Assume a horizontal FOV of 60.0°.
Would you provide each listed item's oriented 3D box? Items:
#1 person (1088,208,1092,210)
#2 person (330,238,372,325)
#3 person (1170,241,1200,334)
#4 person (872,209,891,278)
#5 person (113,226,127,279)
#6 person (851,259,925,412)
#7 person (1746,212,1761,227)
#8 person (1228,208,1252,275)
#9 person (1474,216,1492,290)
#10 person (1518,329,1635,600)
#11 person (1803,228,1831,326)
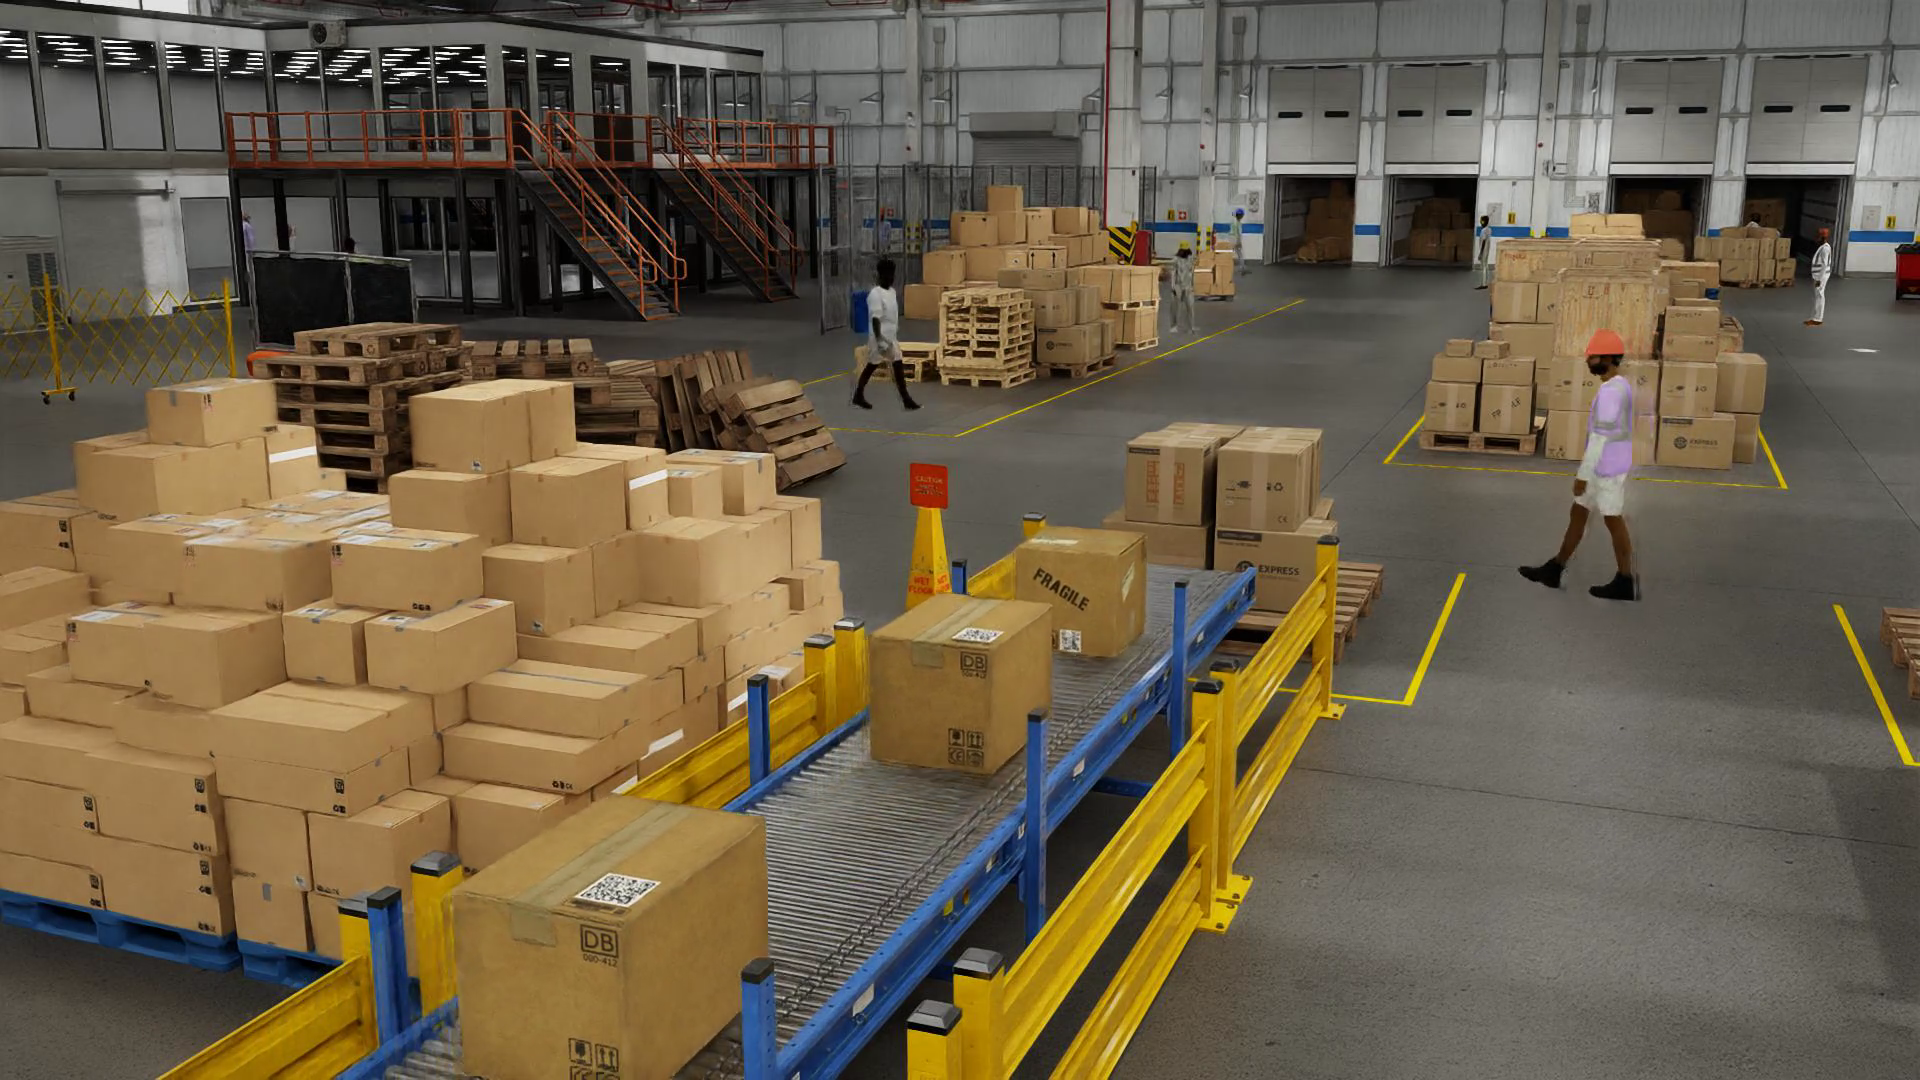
[{"bbox_3d":[4.004,-9.627,52.794,0.850,1.805,0.646,6,14,25],"label":"person"},{"bbox_3d":[-10.285,-4.141,28.058,0.994,1.868,0.595,10,16,37],"label":"person"},{"bbox_3d":[4.139,-4.657,30.747,0.503,1.695,0.885,-4,13,-17],"label":"person"},{"bbox_3d":[-2.208,-8.330,46.708,0.543,1.928,0.373,3,13,15],"label":"person"},{"bbox_3d":[-22.145,-7.701,44.027,0.563,1.856,0.396,3,13,11],"label":"person"},{"bbox_3d":[-0.961,-2.554,20.838,1.023,1.914,0.624,7,14,28],"label":"person"},{"bbox_3d":[21.805,-8.066,45.715,0.429,1.842,0.633,2,13,9],"label":"person"},{"bbox_3d":[7.986,-8.525,47.638,0.909,1.895,0.602,6,14,27],"label":"person"},{"bbox_3d":[13.252,-7.268,42.092,0.330,1.865,0.518,9,15,35],"label":"person"},{"bbox_3d":[4.412,-0.528,11.758,0.900,1.900,0.575,5,14,23],"label":"person"},{"bbox_3d":[16.674,-5.089,32.269,0.355,1.884,0.575,5,14,22],"label":"person"}]
